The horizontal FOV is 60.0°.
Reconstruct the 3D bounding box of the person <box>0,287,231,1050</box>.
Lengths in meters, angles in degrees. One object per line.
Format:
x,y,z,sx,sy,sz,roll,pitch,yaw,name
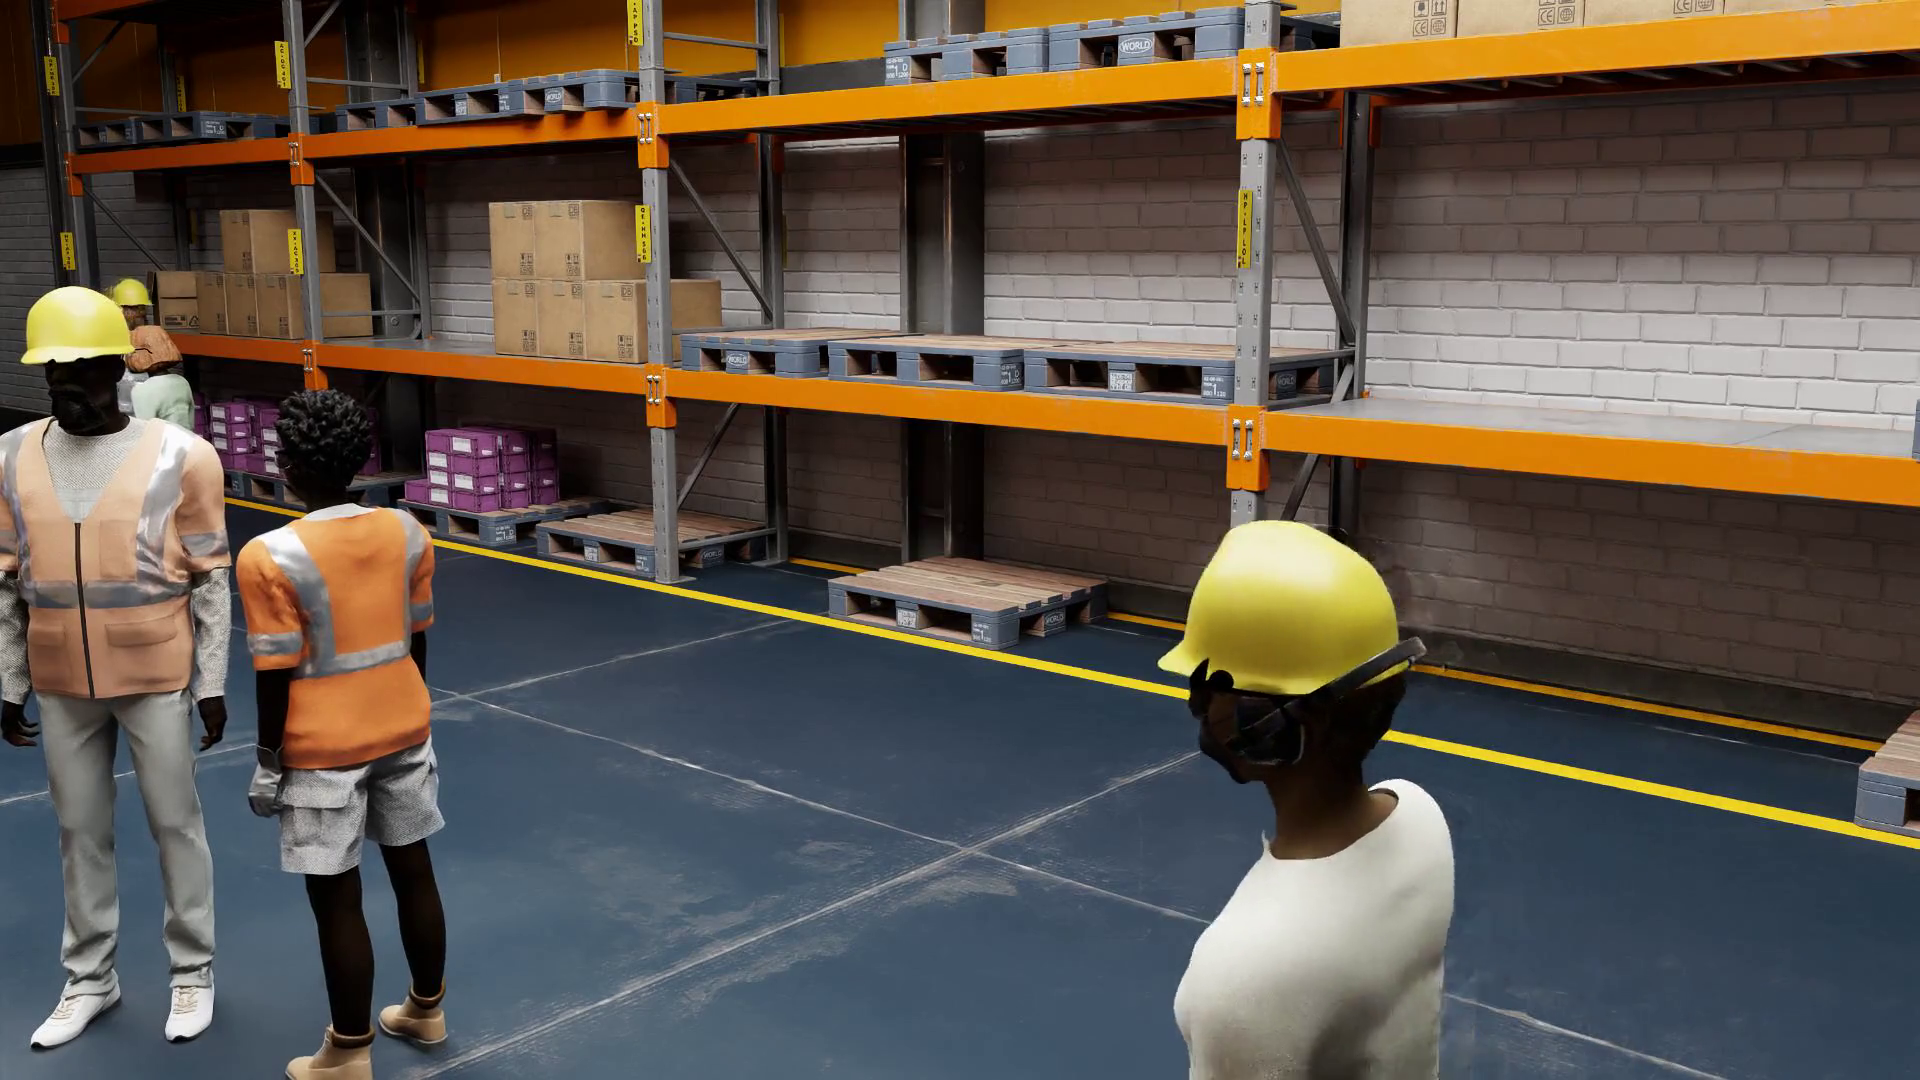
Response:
-2.148,0.331,4.218,0.585,1.927,0.366,-1,10,-5,person

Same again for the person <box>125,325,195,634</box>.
-4.159,-0.308,8.727,0.288,1.626,0.497,0,10,2,person

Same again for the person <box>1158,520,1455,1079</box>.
0.438,0.844,1.805,0.688,1.744,0.538,8,13,39,person

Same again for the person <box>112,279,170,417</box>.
-5.492,-0.848,11.263,0.712,1.807,0.631,5,11,26,person

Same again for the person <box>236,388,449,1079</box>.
-1.468,0.487,3.987,0.321,1.697,0.535,6,11,29,person
